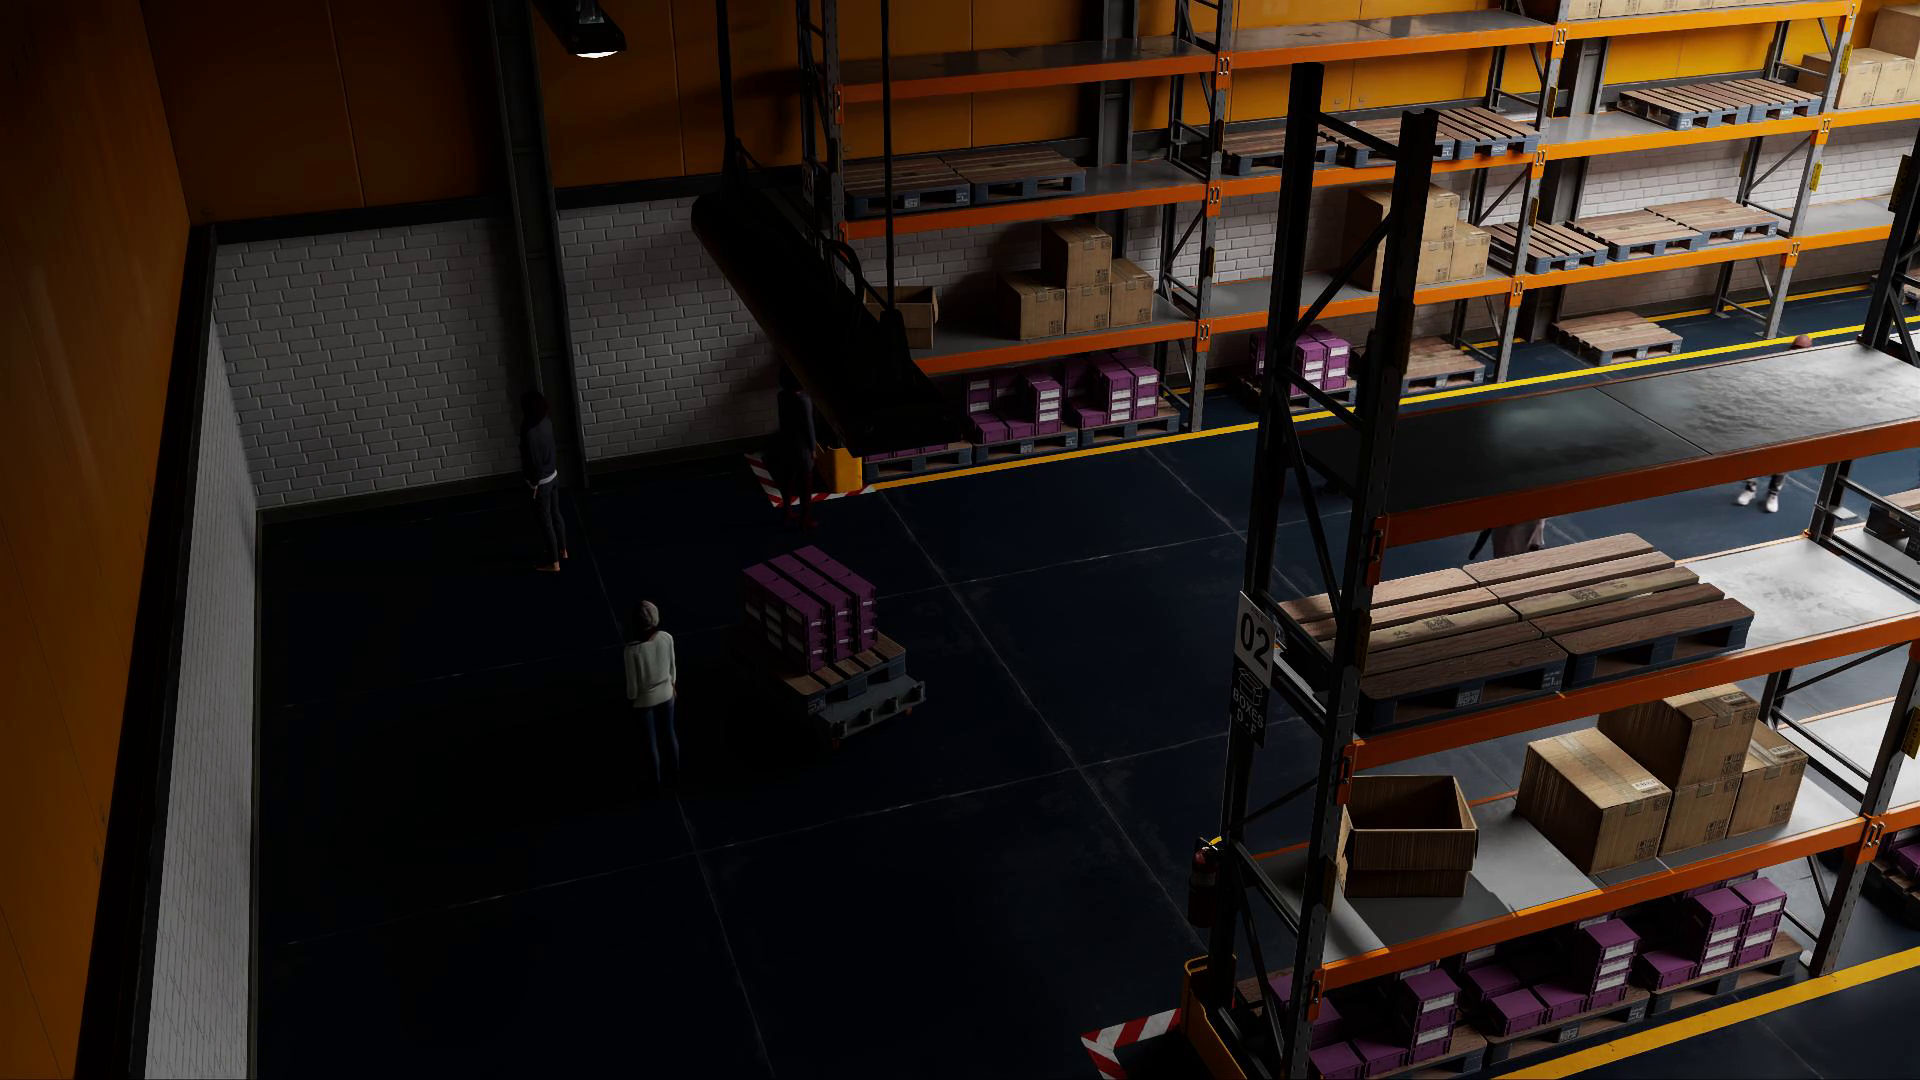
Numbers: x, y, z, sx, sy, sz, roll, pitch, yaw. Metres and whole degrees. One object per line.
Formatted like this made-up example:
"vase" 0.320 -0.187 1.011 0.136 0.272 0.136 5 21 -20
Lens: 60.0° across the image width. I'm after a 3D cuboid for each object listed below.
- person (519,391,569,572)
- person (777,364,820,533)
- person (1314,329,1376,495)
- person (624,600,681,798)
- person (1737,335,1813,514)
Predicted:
"person" -3.842 -0.560 15.326 0.683 1.768 0.690 4 29 6
"person" -1.579 -0.904 16.020 0.654 1.707 0.668 20 35 33
"person" 4.199 -1.241 16.522 1.008 1.817 0.753 -12 31 -21
"person" -2.279 1.154 12.313 0.551 1.645 0.697 -22 36 -35
"person" 8.103 -1.187 16.421 0.758 1.820 0.785 18 33 30
